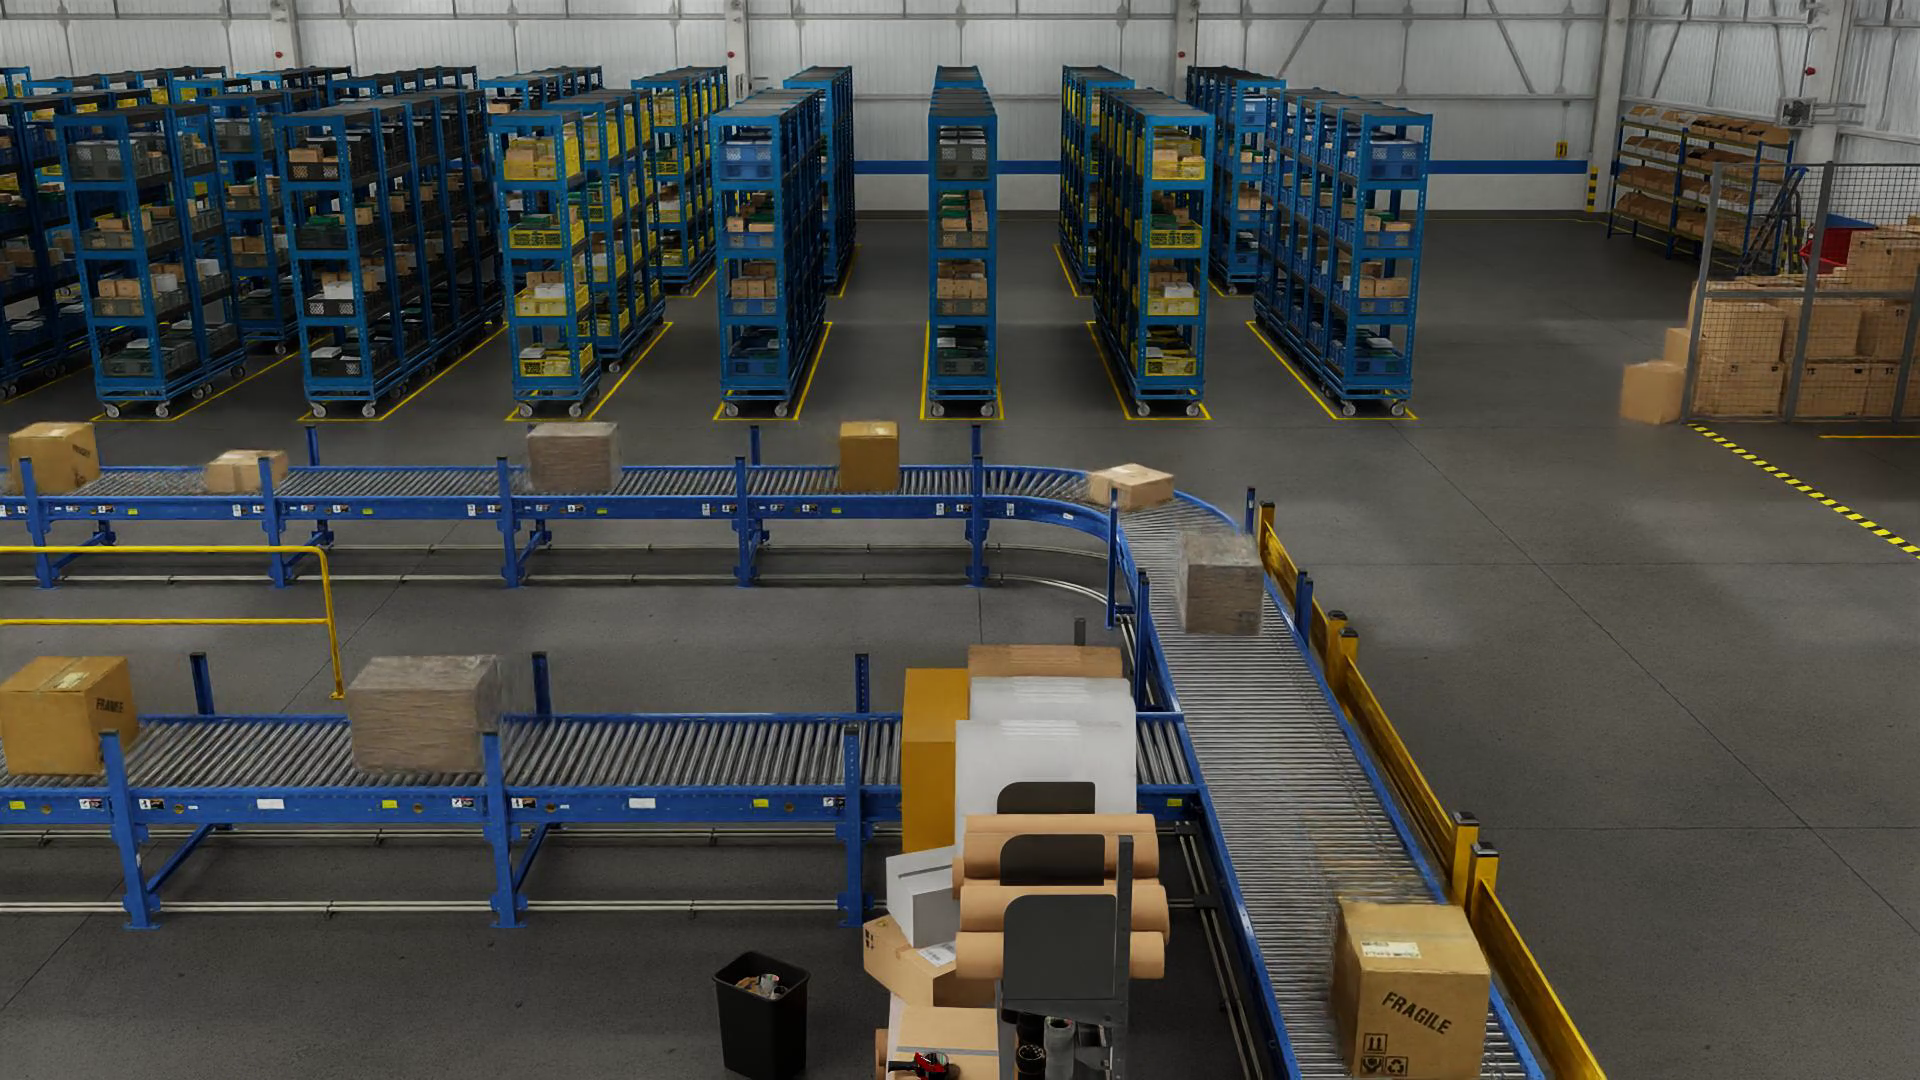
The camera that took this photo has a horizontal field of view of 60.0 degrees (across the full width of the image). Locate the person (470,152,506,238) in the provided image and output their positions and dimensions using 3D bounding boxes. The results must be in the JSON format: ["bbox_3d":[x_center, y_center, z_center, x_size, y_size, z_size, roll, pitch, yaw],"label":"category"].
[{"bbox_3d":[-10.049,-7.289,35.190,0.943,1.806,0.578,5,19,15],"label":"person"}]

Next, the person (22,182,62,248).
[{"bbox_3d":[-16.292,-5.446,29.525,0.621,1.776,0.941,-6,19,-18],"label":"person"}]
